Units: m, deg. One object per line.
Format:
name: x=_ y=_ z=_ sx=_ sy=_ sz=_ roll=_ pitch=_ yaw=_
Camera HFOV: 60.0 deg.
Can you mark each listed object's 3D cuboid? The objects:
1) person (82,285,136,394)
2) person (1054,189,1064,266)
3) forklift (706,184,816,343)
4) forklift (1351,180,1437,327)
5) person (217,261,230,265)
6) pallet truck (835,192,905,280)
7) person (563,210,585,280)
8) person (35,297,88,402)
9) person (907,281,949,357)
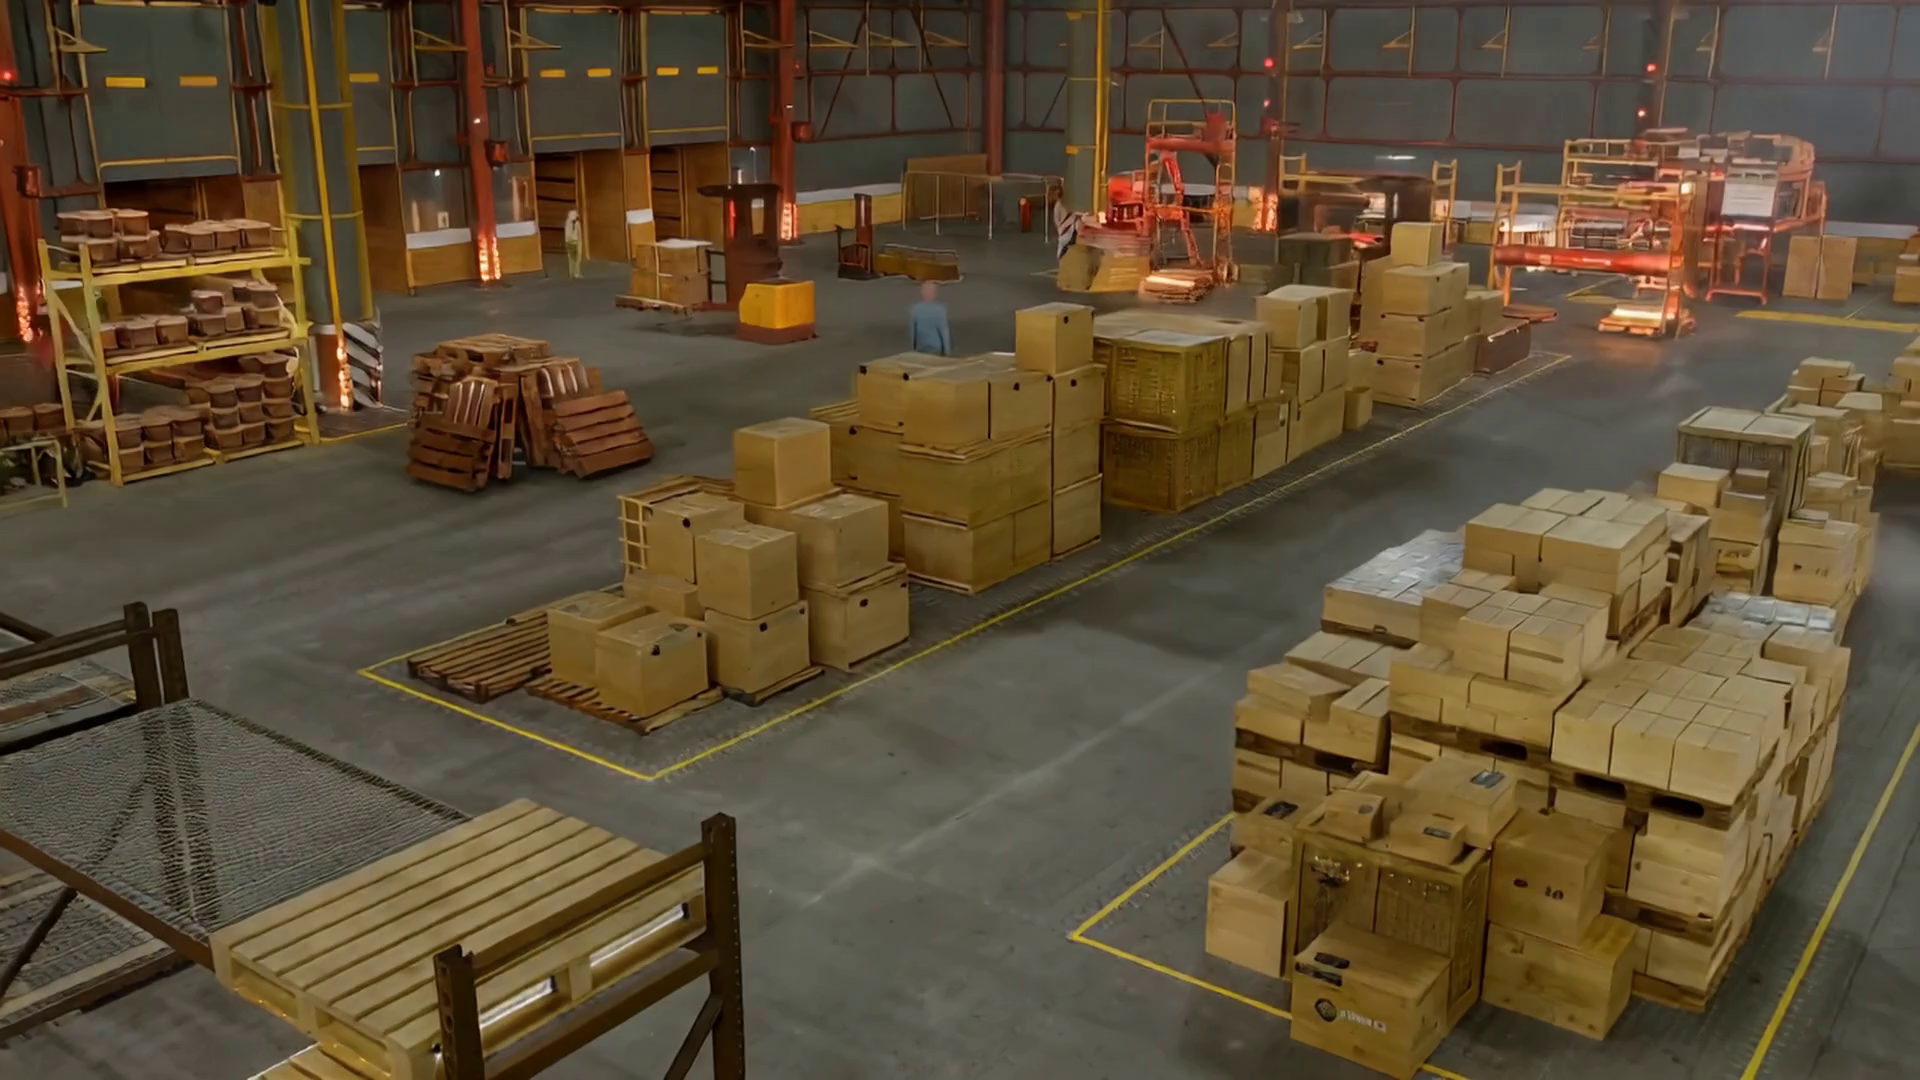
person: x=-13.568 y=-3.269 z=26.402 sx=0.538 sy=1.813 sz=0.816 roll=5 pitch=17 yaw=15
person: x=2.607 y=-7.678 z=40.803 sx=0.632 sy=1.940 sz=0.372 roll=12 pitch=21 yaw=35
forklift: x=-3.717 y=-5.181 z=30.929 sx=1.873 sy=2.768 sz=1.129 roll=12 pitch=21 yaw=35
forklift: x=8.667 y=-5.436 z=31.774 sx=1.873 sy=2.768 sz=1.129 roll=12 pitch=21 yaw=35
person: x=-12.373 y=-3.843 z=28.200 sx=0.576 sy=1.882 sz=0.355 roll=15 pitch=22 yaw=40
pallet truck: x=-1.936 y=-7.159 z=38.982 sx=1.885 sy=1.965 sz=0.823 roll=-12 pitch=21 yaw=-34
person: x=-8.944 y=-6.824 z=38.517 sx=0.516 sy=1.625 sz=0.375 roll=9 pitch=19 yaw=27
person: x=-13.709 y=-2.883 z=25.308 sx=0.507 sy=1.696 sz=0.897 roll=-1 pitch=17 yaw=-3
person: x=-0.517 y=-2.972 z=25.280 sx=0.636 sy=1.915 sz=0.904 roll=7 pitch=18 yaw=23
